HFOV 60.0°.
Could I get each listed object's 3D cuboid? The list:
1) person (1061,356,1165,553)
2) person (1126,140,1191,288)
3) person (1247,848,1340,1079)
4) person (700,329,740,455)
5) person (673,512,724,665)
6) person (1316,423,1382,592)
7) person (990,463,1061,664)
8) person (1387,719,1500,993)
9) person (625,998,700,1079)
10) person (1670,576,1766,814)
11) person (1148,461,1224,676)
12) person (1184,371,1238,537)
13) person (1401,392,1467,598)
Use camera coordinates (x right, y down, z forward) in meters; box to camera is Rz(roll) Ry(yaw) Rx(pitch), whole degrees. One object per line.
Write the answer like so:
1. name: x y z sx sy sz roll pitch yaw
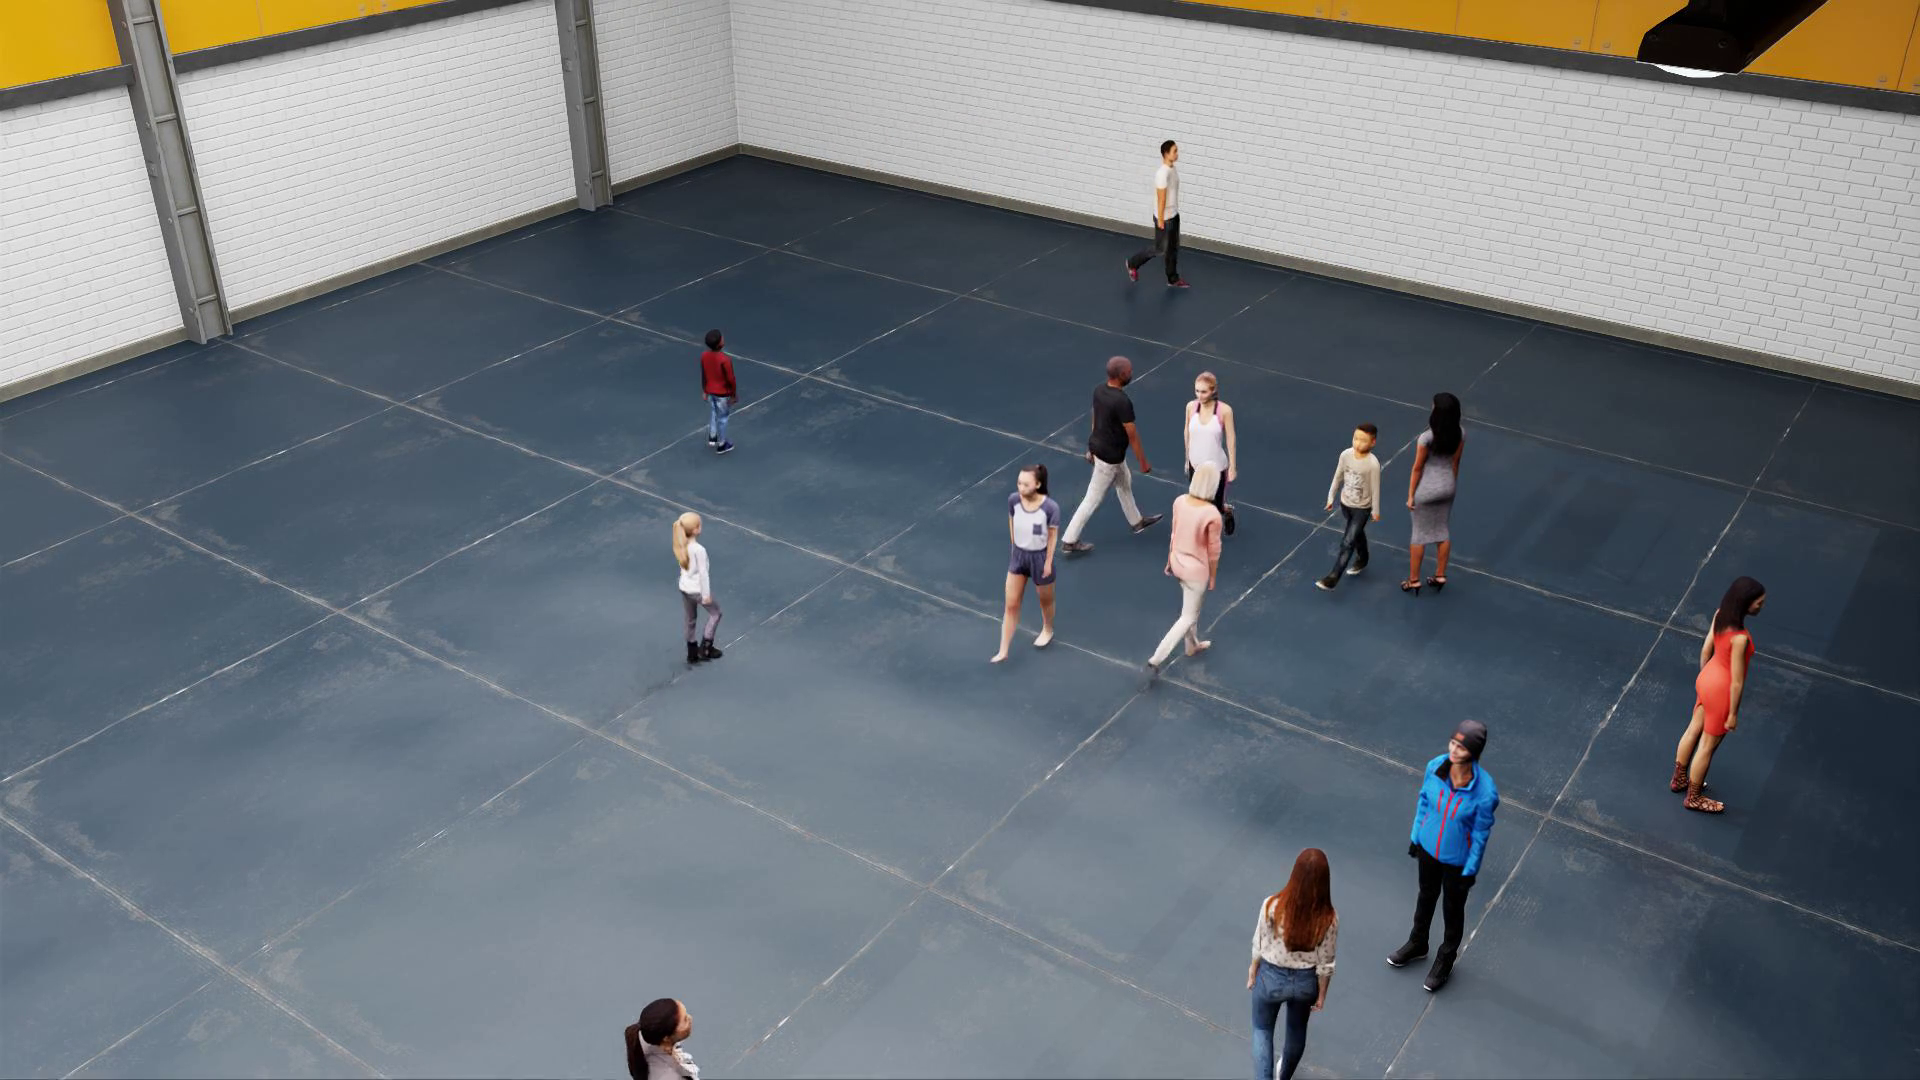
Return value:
1. person: 1.185 -0.655 14.057 1.334 1.738 1.115 -11 30 -19
2. person: 2.399 -3.893 19.944 0.835 1.785 1.012 12 31 21
3. person: 1.695 2.339 8.592 0.833 1.714 1.024 5 29 8
4. person: -2.347 -1.409 15.948 0.499 1.249 0.486 17 33 28
5. person: -2.059 0.391 12.625 0.532 1.271 0.543 24 36 36
6. person: 3.312 -0.300 13.726 1.043 1.431 0.741 -22 35 -34
7. person: 0.606 0.143 12.722 0.673 1.615 0.995 14 32 24
8. person: 2.794 1.787 9.520 0.624 1.795 0.674 -20 34 -32
9. person: -1.447 2.844 7.758 1.177 1.626 0.972 -13 31 -23
10. person: 5.020 1.010 11.022 0.725 1.720 0.635 -1 29 -2
11. person: 1.675 0.246 12.450 1.078 1.694 0.763 -24 37 -36
12. person: 2.132 -0.618 13.966 0.653 1.760 0.950 15 32 26
13. person: 3.849 -0.362 13.479 0.645 1.777 0.724 -8 30 -14
